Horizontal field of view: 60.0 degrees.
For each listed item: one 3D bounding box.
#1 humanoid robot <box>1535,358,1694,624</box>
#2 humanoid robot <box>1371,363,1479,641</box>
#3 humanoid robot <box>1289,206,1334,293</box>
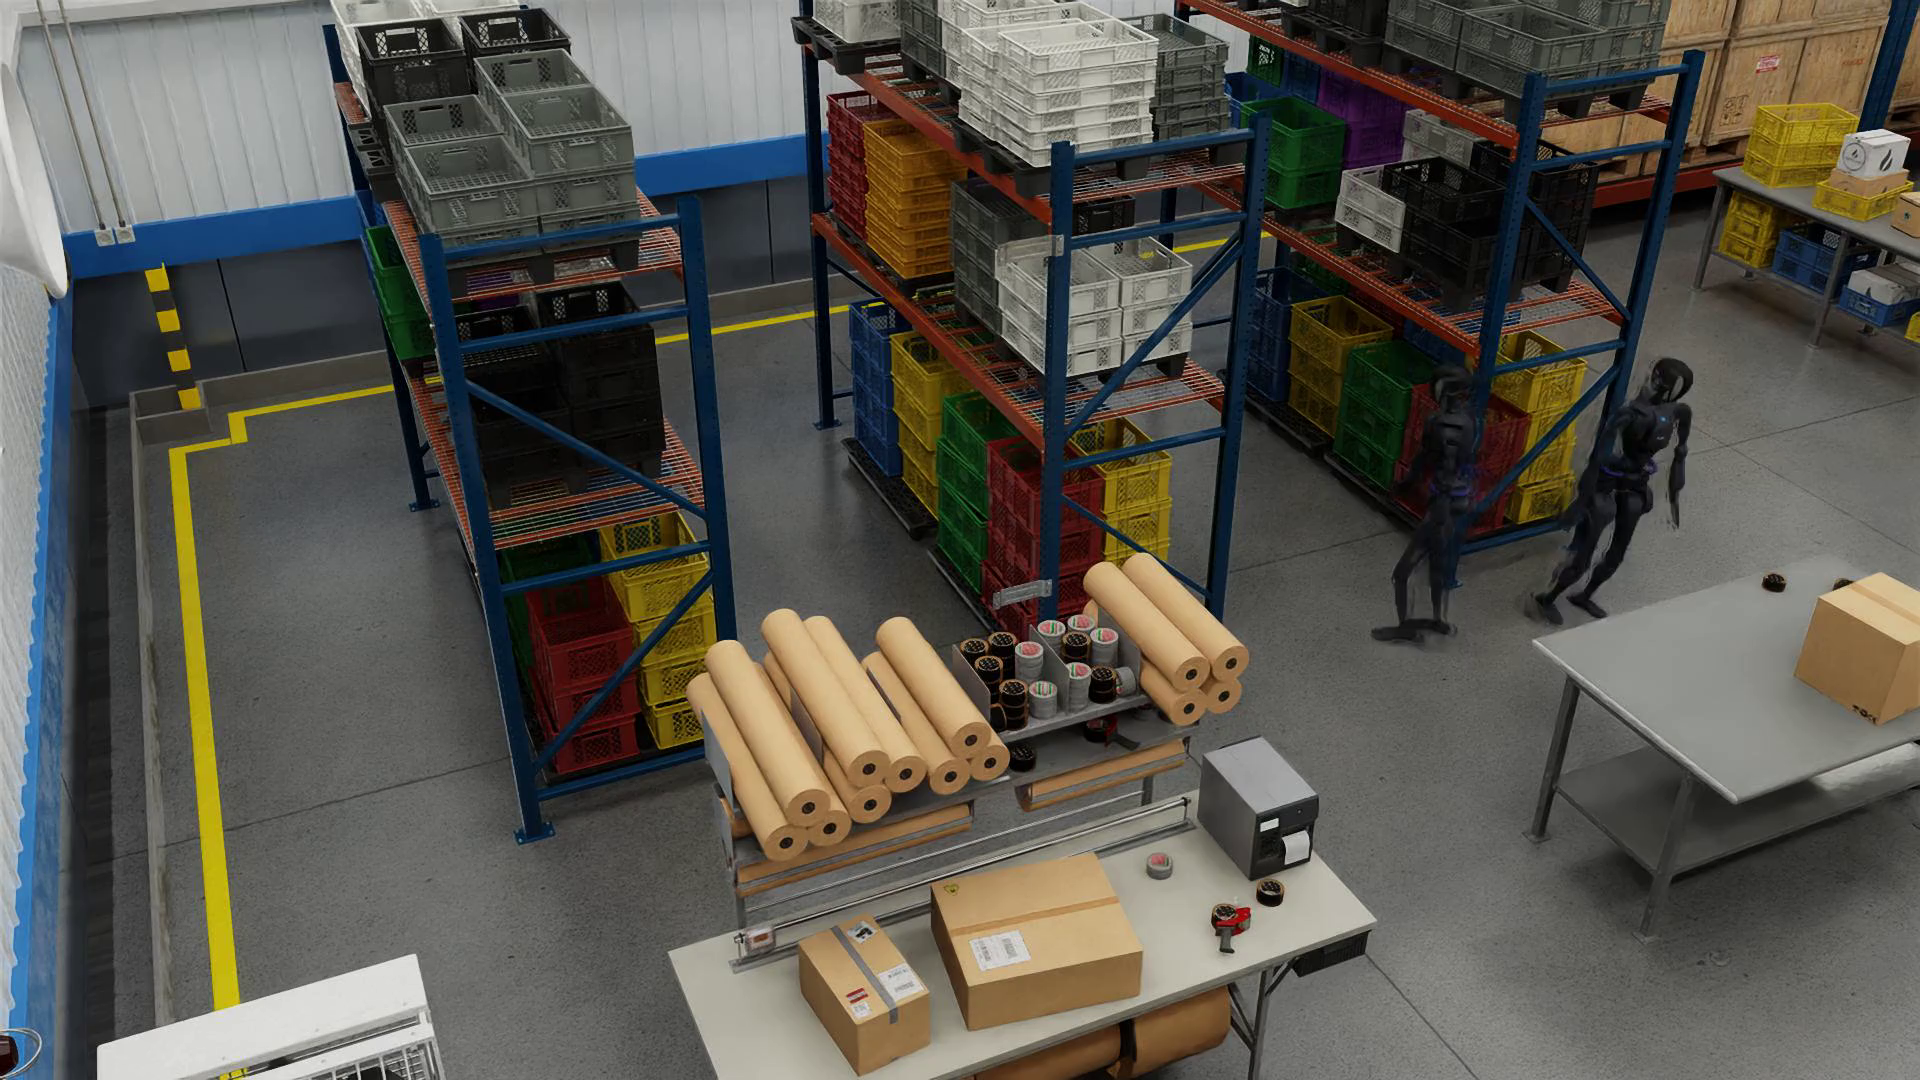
[{"bbox_3d":[3.614,-0.255,9.062,0.657,1.632,0.434,-8,33,-13],"label":"humanoid robot"},{"bbox_3d":[2.521,-0.196,8.951,0.549,1.643,0.565,11,33,17],"label":"humanoid robot"},{"bbox_3d":[2.789,-2.778,13.130,0.570,1.651,0.342,-1,32,-2],"label":"humanoid robot"}]
